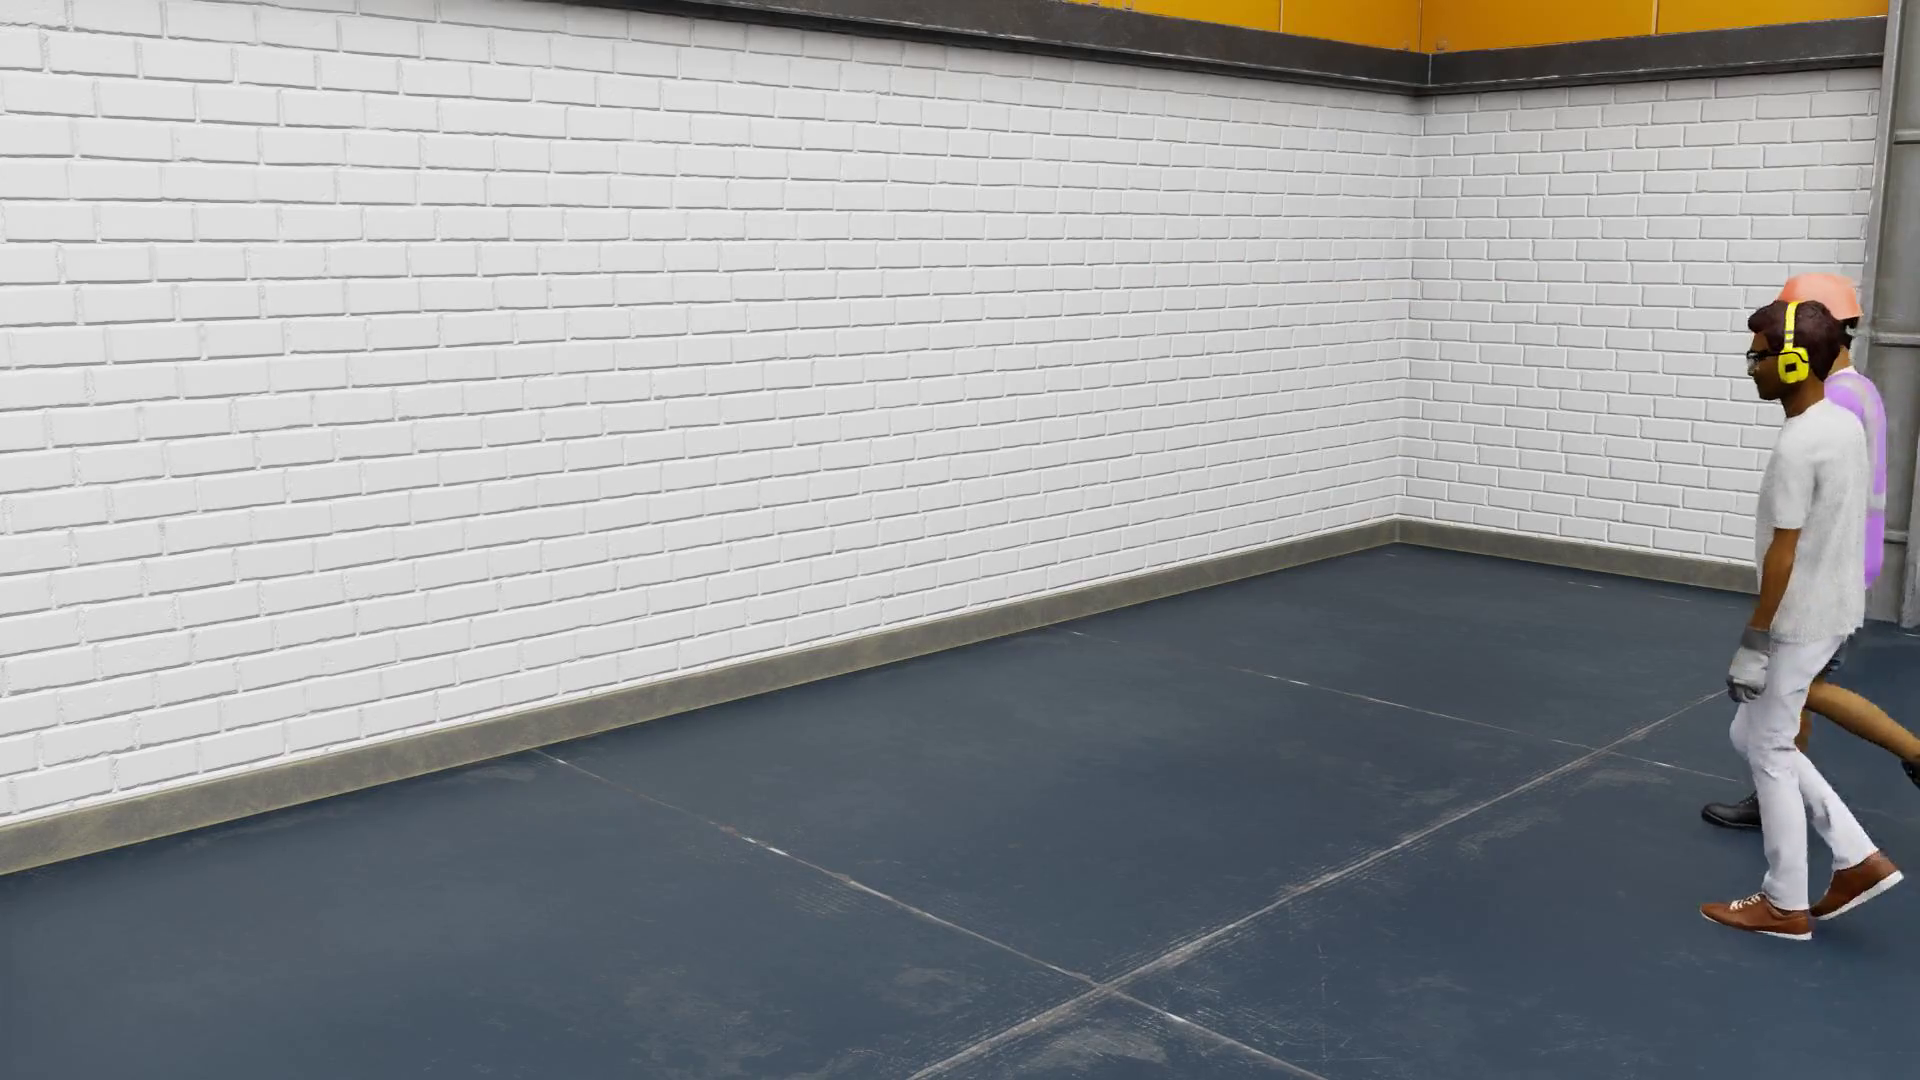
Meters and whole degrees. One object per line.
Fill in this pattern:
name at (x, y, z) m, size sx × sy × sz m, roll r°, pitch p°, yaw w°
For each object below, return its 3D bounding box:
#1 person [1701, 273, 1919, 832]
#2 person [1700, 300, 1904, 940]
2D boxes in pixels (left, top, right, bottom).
person at (2.927, 0.093, 5.420) m, size 0.747 × 1.902 × 0.591 m, roll 6°, pitch 12°, yaw 31°
person at (2.372, 0.254, 4.678) m, size 0.442 × 1.846 × 0.540 m, roll 8°, pitch 13°, yaw 37°
